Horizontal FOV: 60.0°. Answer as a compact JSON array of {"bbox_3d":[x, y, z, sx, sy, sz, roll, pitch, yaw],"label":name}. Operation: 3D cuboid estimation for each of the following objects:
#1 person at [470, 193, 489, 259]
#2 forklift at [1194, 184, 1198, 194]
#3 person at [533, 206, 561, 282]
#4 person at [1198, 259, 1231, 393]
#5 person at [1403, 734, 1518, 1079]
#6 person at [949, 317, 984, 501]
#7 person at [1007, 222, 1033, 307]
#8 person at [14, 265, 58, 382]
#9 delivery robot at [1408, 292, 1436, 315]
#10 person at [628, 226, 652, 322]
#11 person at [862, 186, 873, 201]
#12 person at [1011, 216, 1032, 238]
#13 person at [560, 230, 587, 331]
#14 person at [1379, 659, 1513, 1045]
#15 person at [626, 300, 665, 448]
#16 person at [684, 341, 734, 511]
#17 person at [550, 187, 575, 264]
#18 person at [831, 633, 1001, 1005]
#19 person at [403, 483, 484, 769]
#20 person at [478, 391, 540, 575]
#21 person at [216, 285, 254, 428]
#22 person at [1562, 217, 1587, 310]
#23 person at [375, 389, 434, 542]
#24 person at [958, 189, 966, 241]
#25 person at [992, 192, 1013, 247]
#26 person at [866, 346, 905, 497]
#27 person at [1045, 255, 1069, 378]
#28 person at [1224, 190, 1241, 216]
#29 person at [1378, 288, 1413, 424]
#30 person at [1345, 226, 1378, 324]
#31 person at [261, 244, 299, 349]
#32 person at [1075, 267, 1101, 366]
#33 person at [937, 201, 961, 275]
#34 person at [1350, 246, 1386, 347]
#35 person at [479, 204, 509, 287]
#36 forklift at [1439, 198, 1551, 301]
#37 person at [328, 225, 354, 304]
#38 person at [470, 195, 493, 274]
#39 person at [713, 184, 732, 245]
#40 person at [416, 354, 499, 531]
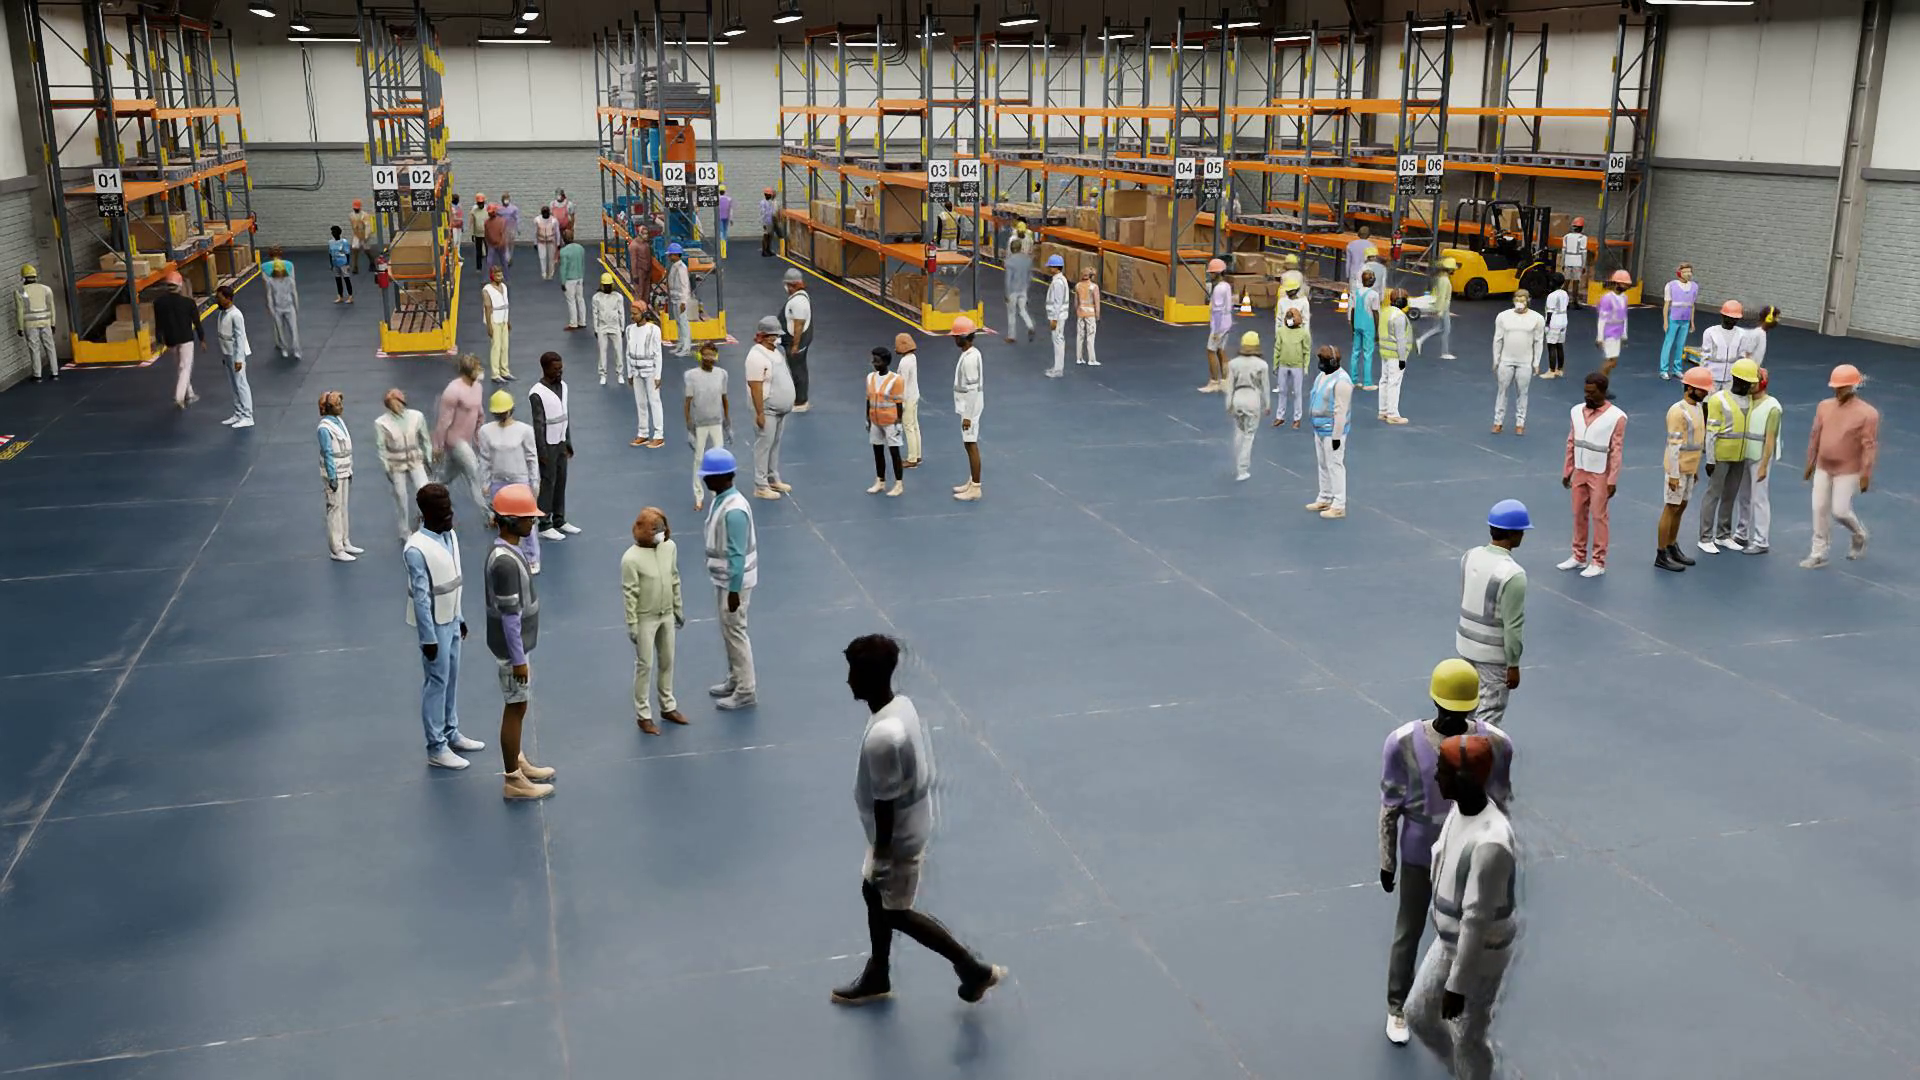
[{"bbox_3d":[-13.333,-8.758,46.354,0.619,1.794,0.848,-7,17,-26],"label":"person"},{"bbox_3d":[7.392,-11.333,53.972,1.873,2.768,1.129,-4,15,-15],"label":"forklift"},{"bbox_3d":[-10.038,-7.186,40.415,0.660,1.806,0.874,-3,15,-11],"label":"person"},{"bbox_3d":[3.861,-3.206,25.027,0.432,2.026,0.631,5,16,19],"label":"person"},{"bbox_3d":[2.080,1.696,6.873,0.406,1.869,0.614,-1,15,-2],"label":"person"},{"bbox_3d":[0.066,-1.448,18.388,0.394,2.038,0.611,0,15,2],"label":"person"},{"bbox_3d":[1.287,-5.967,35.877,0.606,1.791,0.919,-3,15,-10],"label":"person"},{"bbox_3d":[-14.504,-3.394,26.108,0.403,1.833,0.586,11,19,36],"label":"person"},{"bbox_3d":[9.388,-4.745,33.459,0.707,0.478,0.477,4,15,15],"label":"delivery robot"},{"bbox_3d":[-6.317,-5.289,33.129,0.401,1.893,0.652,5,16,19],"label":"person"},{"bbox_3d":[-2.695,-9.529,49.153,0.514,1.861,0.328,12,19,38],"label":"person"},{"bbox_3d":[1.432,-6.701,38.821,0.533,1.692,0.320,6,16,21],"label":"person"},{"bbox_3d":[-7.409,-4.959,31.820,0.378,1.929,0.635,8,17,28],"label":"person"},{"bbox_3d":[2.235,1.453,7.714,0.581,1.919,0.399,1,15,3],"label":"person"},{"bbox_3d":[-4.024,-2.114,21.211,0.575,1.880,0.355,9,17,31],"label":"person"},{"bbox_3d":[-2.695,-1.214,17.913,0.540,1.846,0.569,-7,16,-25],"label":"person"},{"bbox_3d":[-10.712,-8.440,44.697,0.673,2.000,0.536,1,15,3],"label":"person"},{"bbox_3d":[-0.222,1.374,7.968,0.774,1.941,0.619,0,15,1],"label":"person"},{"bbox_3d":[-3.466,0.558,11.071,0.386,1.918,0.595,1,15,3],"label":"person"},{"bbox_3d":[-4.205,-0.531,15.512,0.548,1.741,0.464,1,15,3],"label":"person"},{"bbox_3d":[-9.848,-2.496,22.561,0.392,1.922,0.592,-13,20,-41],"label":"person"},{"bbox_3d":[12.947,-5.818,35.028,0.365,1.935,0.552,-11,19,-36],"label":"person"},{"bbox_3d":[-5.460,-0.704,16.428,0.533,1.602,0.740,-9,17,-29],"label":"person"},{"bbox_3d":[0.010,-10.093,51.699,0.280,1.632,0.501,-9,17,-30],"label":"person"},{"bbox_3d":[1.296,-9.429,49.085,0.843,1.704,0.528,8,17,29],"label":"person"},{"bbox_3d":[-0.840,-1.324,18.595,0.540,1.689,0.320,11,18,36],"label":"person"},{"bbox_3d":[1.543,-3.575,26.566,0.389,1.948,0.607,2,15,6],"label":"person"},{"bbox_3d":[7.471,-8.694,45.829,0.405,1.946,0.612,-9,18,-32],"label":"person"},{"bbox_3d":[5.974,-2.526,22.827,0.429,1.844,0.626,-2,15,-9],"label":"person"},{"bbox_3d":[7.884,-5.201,32.734,0.623,1.932,0.367,7,16,25],"label":"person"},{"bbox_3d":[-12.066,-4.312,29.531,0.563,1.847,0.388,-9,17,-30],"label":"person"},{"bbox_3d":[2.124,-3.728,27.735,0.514,1.639,0.310,14,20,42],"label":"person"},{"bbox_3d":[-0.296,-7.629,42.028,0.633,1.843,0.429,-6,16,-22],"label":"person"},{"bbox_3d":[7.374,-4.377,29.881,0.610,1.793,0.895,-4,15,-16],"label":"person"},{"bbox_3d":[-10.956,-6.905,39.113,0.624,1.926,1.058,3,15,10],"label":"person"},{"bbox_3d":[11.913,-6.508,37.130,2.313,2.155,1.214,-4,15,-15],"label":"forklift"},{"bbox_3d":[-13.456,-5.977,36.106,0.537,1.690,0.320,5,16,18],"label":"person"},{"bbox_3d":[-12.086,-7.739,42.143,0.611,1.996,0.379,-2,15,-7],"label":"person"},{"bbox_3d":[-6.953,-9.459,48.779,0.594,1.911,0.505,-5,16,-19],"label":"person"},{"bbox_3d":[-5.147,-0.989,17.043,1.095,1.863,0.635,1,15,4],"label":"person"}]
